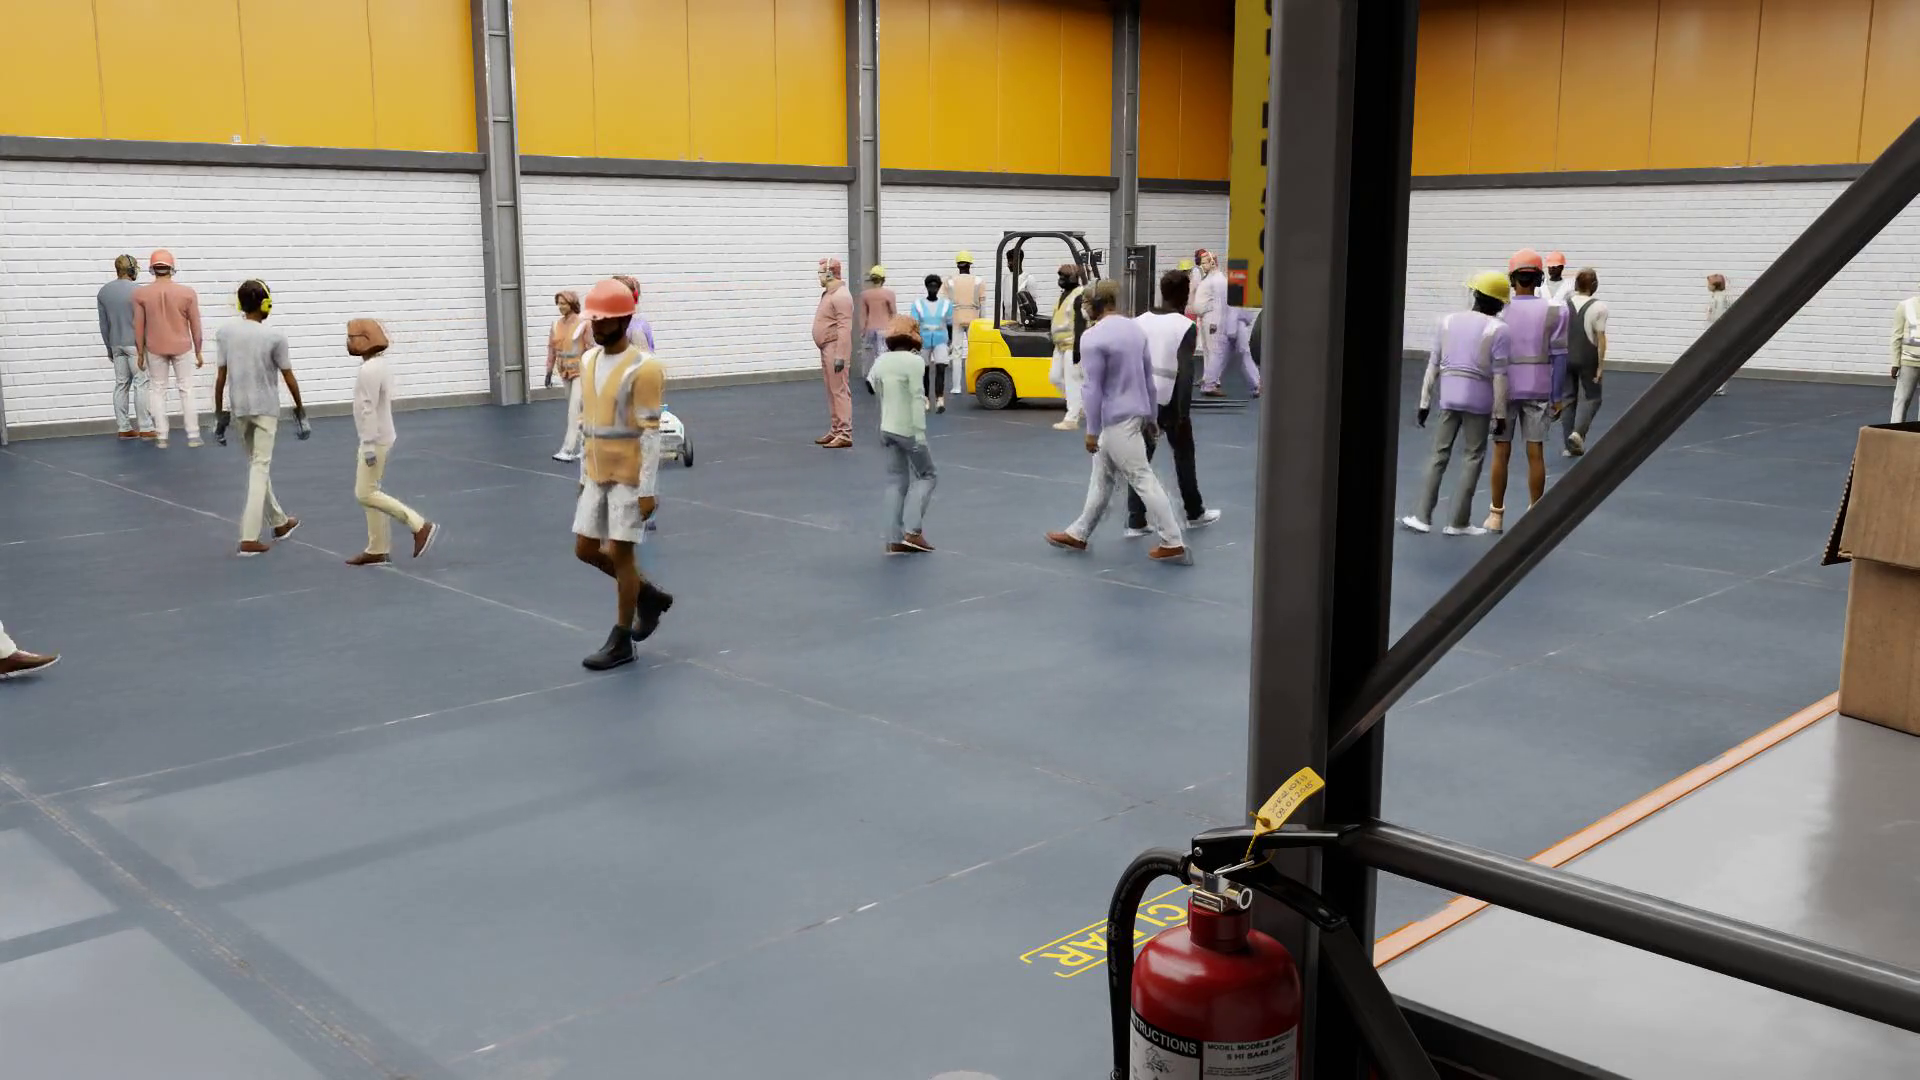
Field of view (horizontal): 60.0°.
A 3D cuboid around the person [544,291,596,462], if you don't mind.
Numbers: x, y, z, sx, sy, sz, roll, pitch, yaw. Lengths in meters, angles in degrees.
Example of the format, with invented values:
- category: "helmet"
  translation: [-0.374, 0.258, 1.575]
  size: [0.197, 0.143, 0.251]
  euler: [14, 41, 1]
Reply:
- category: "person"
  translation: [-3.703, -1.535, 15.703]
  size: [0.545, 1.599, 0.805]
  euler: [6, 12, 31]

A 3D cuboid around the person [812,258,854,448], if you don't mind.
- category: "person"
  translation: [-1.290, -1.882, 16.781]
  size: [0.403, 1.904, 0.651]
  euler: [-3, 11, -16]

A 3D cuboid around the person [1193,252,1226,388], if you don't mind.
- category: "person"
  translation: [3.482, -3.074, 23.289]
  size: [0.409, 1.903, 0.638]
  euler: [-1, 10, -7]

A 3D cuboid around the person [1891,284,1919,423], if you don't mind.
- category: "person"
  translation: [9.387, -1.734, 16.201]
  size: [0.591, 1.822, 0.404]
  euler: [2, 11, 12]

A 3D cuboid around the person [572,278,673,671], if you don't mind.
- category: "person"
  translation: [-1.672, -0.330, 8.245]
  size: [0.571, 1.923, 0.554]
  euler: [8, 13, 38]

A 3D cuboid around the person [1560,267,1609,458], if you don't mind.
- category: "person"
  translation: [5.904, -1.676, 15.864]
  size: [0.511, 1.835, 0.441]
  euler: [9, 14, 40]

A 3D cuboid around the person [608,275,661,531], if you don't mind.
- category: "person"
  translation: [-2.366, -0.982, 12.015]
  size: [0.379, 1.849, 0.569]
  euler: [-5, 11, -24]

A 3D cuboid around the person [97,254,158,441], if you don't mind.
- category: "person"
  translation: [-8.629, -1.997, 17.311]
  size: [0.635, 1.937, 0.354]
  euler: [3, 11, 16]

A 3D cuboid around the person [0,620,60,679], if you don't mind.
- category: "person"
  translation: [-4.734, -0.192, 7.776]
  size: [0.890, 1.822, 0.544]
  euler: [-2, 11, -10]

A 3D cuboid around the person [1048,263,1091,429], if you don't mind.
- category: "person"
  translation: [1.213, -2.123, 18.321]
  size: [0.429, 1.830, 0.627]
  euler: [-4, 11, -22]

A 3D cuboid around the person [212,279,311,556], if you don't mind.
- category: "person"
  translation: [-4.722, -0.846, 11.336]
  size: [0.550, 1.821, 0.927]
  euler: [2, 11, 9]

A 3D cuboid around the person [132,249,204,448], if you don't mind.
- category: "person"
  translation: [-7.950, -1.919, 16.735]
  size: [0.618, 1.994, 0.392]
  euler: [-4, 11, -19]

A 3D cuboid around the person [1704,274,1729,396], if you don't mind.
- category: "person"
  translation: [10.012, -2.708, 22.055]
  size: [0.411, 1.622, 0.545]
  euler: [4, 11, 18]

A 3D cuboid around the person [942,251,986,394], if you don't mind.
- category: "person"
  translation: [0.053, -2.912, 22.352]
  size: [0.586, 1.921, 0.383]
  euler: [-1, 10, -4]

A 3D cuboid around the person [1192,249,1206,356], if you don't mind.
- category: "person"
  translation: [4.288, -4.216, 29.559]
  size: [0.337, 1.883, 0.584]
  euler: [9, 14, 39]

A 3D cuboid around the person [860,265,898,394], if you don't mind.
- category: "person"
  translation: [-1.128, -2.852, 22.531]
  size: [0.525, 1.734, 0.807]
  euler: [6, 12, 28]

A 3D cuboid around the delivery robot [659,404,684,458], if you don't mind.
- category: "delivery robot"
  translation: [-2.771, -1.021, 15.509]
  size: [0.477, 0.478, 0.707]
  euler: [-3, 11, -14]

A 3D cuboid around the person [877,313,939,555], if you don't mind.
- category: "person"
  translation: [-0.344, -0.704, 11.130]
  size: [0.391, 1.614, 0.547]
  euler: [-8, 13, -36]

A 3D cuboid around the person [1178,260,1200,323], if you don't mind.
- category: "person"
  translation: [3.728, -3.756, 27.499]
  size: [0.533, 1.719, 0.903]
  euler: [3, 11, 14]

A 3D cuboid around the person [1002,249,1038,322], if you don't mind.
- category: "person"
  translation: [0.783, -2.987, 22.659]
  size: [0.388, 1.958, 0.607]
  euler: [-10, 14, -42]

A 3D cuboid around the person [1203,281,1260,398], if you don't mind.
- category: "person"
  translation: [3.681, -2.789, 21.862]
  size: [0.986, 1.852, 0.664]
  euler: [1, 10, 4]

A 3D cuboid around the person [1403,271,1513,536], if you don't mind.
- category: "person"
  translation: [3.557, -0.964, 11.846]
  size: [0.454, 1.883, 0.743]
  euler: [-10, 14, -43]

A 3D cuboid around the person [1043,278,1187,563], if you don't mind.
- category: "person"
  translation: [1.061, -0.775, 10.912]
  size: [1.052, 1.868, 0.628]
  euler: [6, 12, 30]

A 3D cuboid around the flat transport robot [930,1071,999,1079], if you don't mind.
- category: "flat transport robot"
  translation: [-0.258, 1.433, 3.161]
  size: [0.652, 0.197, 1.431]
  euler: [10, 14, 43]

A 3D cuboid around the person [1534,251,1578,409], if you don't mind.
- category: "person"
  translation: [7.300, -2.580, 20.495]
  size: [0.547, 1.937, 0.379]
  euler: [6, 12, 32]

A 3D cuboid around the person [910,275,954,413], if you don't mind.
- category: "person"
  translation: [-0.342, -2.341, 19.937]
  size: [0.554, 1.647, 0.864]
  euler: [-1, 10, -4]

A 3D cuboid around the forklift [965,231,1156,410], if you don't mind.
- category: "forklift"
  translation: [1.222, -2.721, 20.561]
  size: [2.313, 2.155, 1.214]
  euler: [2, 11, 13]

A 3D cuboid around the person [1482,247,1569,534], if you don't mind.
- category: "person"
  translation: [3.996, -1.053, 11.878]
  size: [0.605, 2.044, 0.374]
  euler: [2, 11, 13]

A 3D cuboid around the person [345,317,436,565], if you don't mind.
- category: "person"
  translation: [-3.716, -0.629, 10.691]
  size: [0.503, 1.602, 0.512]
  euler: [-3, 11, -13]

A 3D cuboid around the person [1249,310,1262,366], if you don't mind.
- category: "person"
  translation: [2.932, -1.681, 15.313]
  size: [0.536, 2.000, 0.688]
  euler: [3, 11, 14]

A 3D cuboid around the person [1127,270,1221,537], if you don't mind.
- category: "person"
  translation: [1.518, -0.983, 11.934]
  size: [0.927, 1.874, 0.623]
  euler: [-10, 15, -44]
